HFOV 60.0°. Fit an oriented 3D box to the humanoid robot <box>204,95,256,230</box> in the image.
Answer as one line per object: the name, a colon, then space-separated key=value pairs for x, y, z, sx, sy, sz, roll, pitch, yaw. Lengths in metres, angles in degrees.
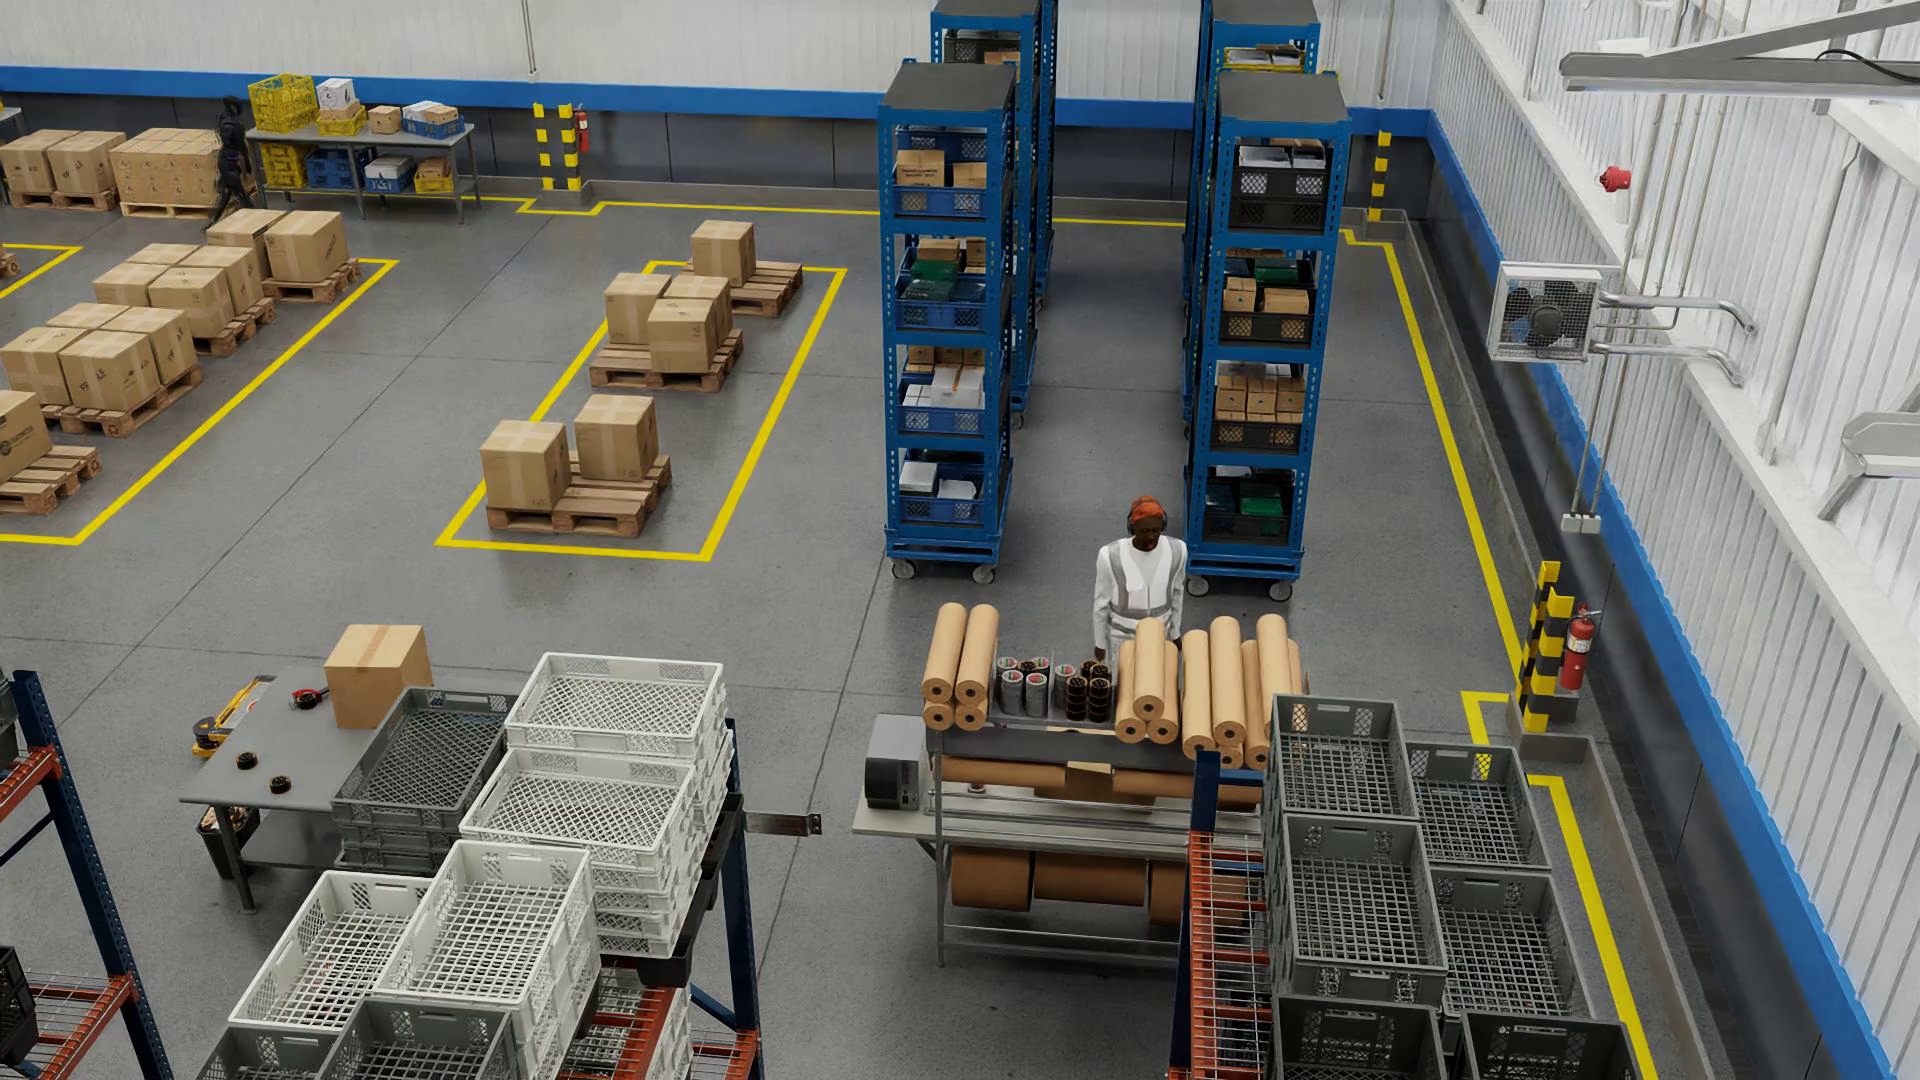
humanoid robot: x=-8.133 y=-4.144 z=18.467 sx=0.852 sy=1.610 sz=0.647 roll=-7 pitch=31 yaw=-12

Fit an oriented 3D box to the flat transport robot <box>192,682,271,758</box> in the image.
flat transport robot: x=-4.089 y=1.163 z=10.648 sx=1.431 sy=0.197 sz=0.652 roll=3 pitch=30 yaw=6

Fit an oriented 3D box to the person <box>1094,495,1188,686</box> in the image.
person: x=1.081 y=0.572 z=10.087 sx=0.573 sy=1.882 sz=0.361 roll=-7 pitch=31 yaw=-12
